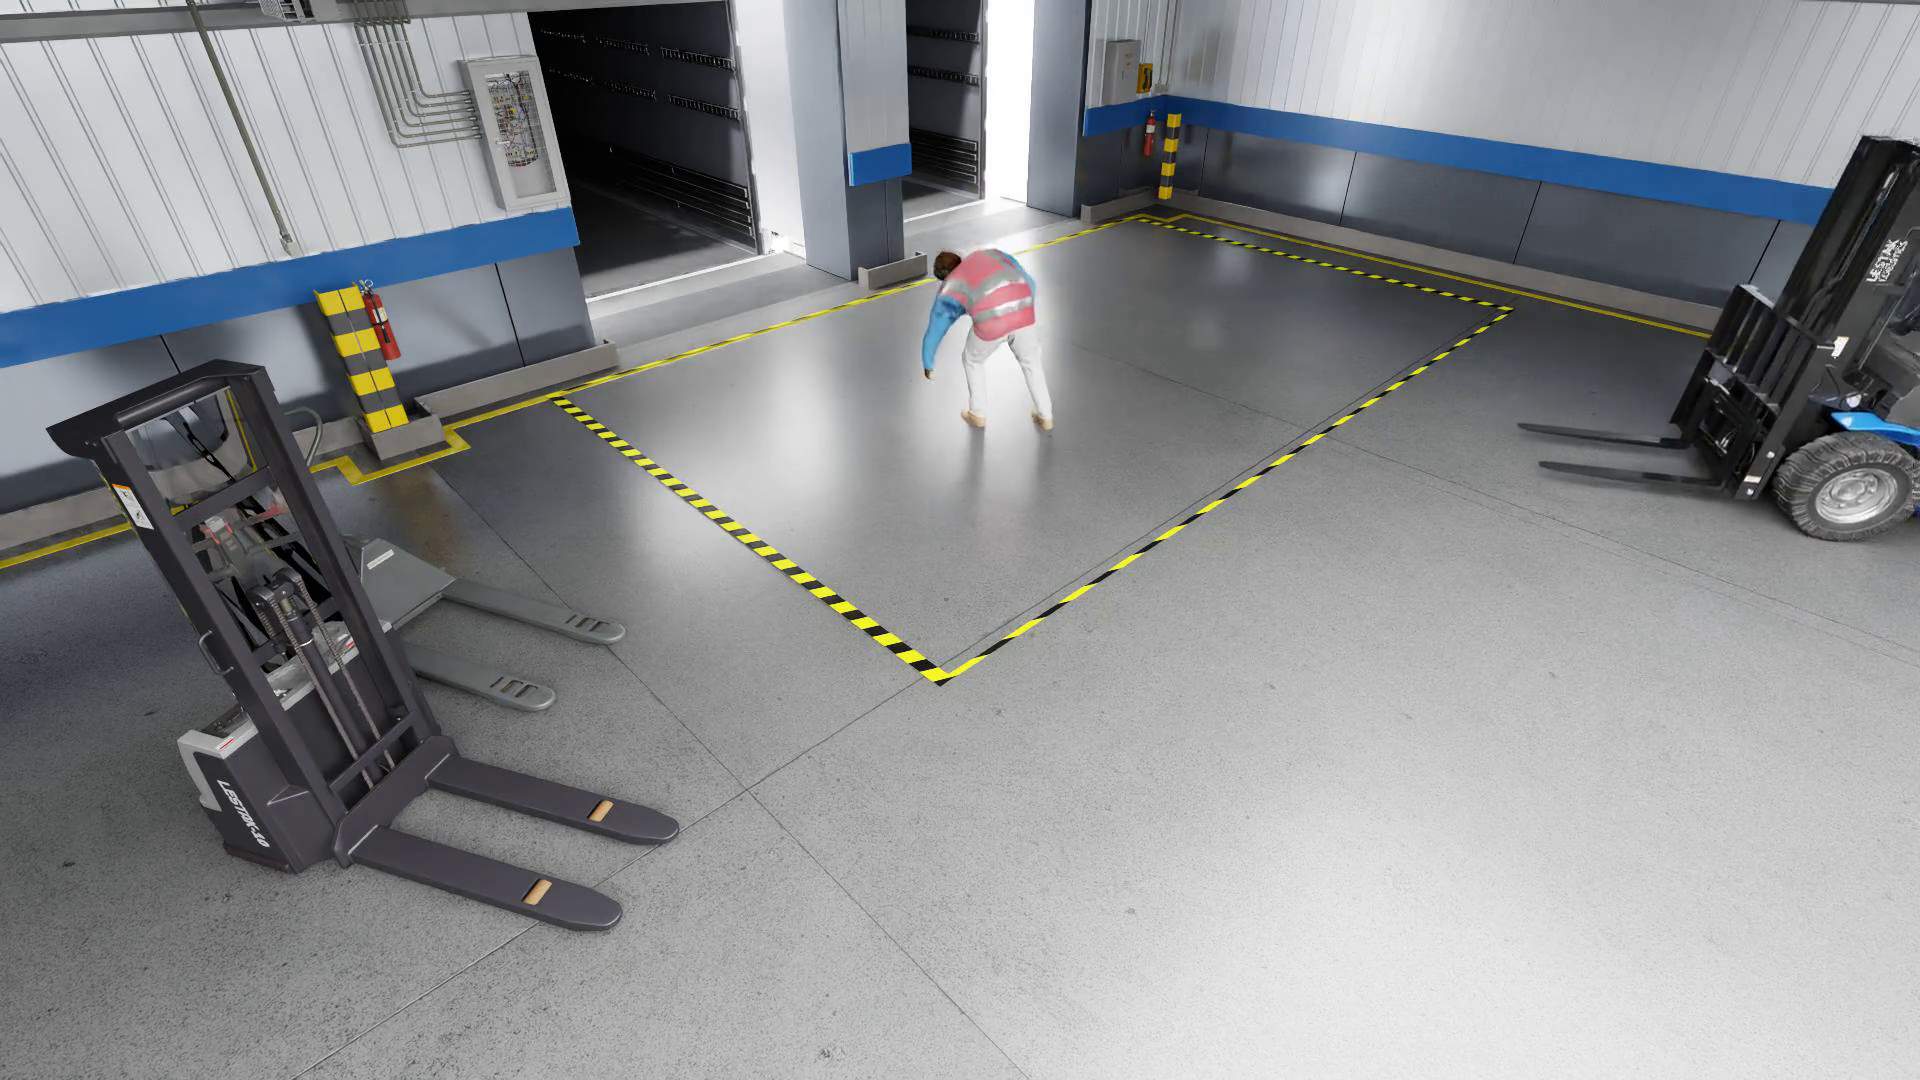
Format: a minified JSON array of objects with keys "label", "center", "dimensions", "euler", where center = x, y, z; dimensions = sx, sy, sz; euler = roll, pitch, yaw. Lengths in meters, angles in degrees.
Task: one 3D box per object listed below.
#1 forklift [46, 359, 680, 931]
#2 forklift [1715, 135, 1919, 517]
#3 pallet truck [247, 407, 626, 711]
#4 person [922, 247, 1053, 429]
[{"label":"forklift","center":[-2.135,0.422,3.354],"dimensions":[1.885,1.965,0.823],"euler":[10,35,14]},{"label":"forklift","center":[6.327,-1.185,5.401],"dimensions":[2.680,2.036,1.157],"euler":[8,35,12]},{"label":"pallet truck","center":[-2.628,0.038,4.590],"dimensions":[1.601,1.201,0.680],"euler":[12,36,18]},{"label":"person","center":[0.194,-1.490,6.819],"dimensions":[0.962,1.302,0.855],"euler":[-4,34,-6]}]
